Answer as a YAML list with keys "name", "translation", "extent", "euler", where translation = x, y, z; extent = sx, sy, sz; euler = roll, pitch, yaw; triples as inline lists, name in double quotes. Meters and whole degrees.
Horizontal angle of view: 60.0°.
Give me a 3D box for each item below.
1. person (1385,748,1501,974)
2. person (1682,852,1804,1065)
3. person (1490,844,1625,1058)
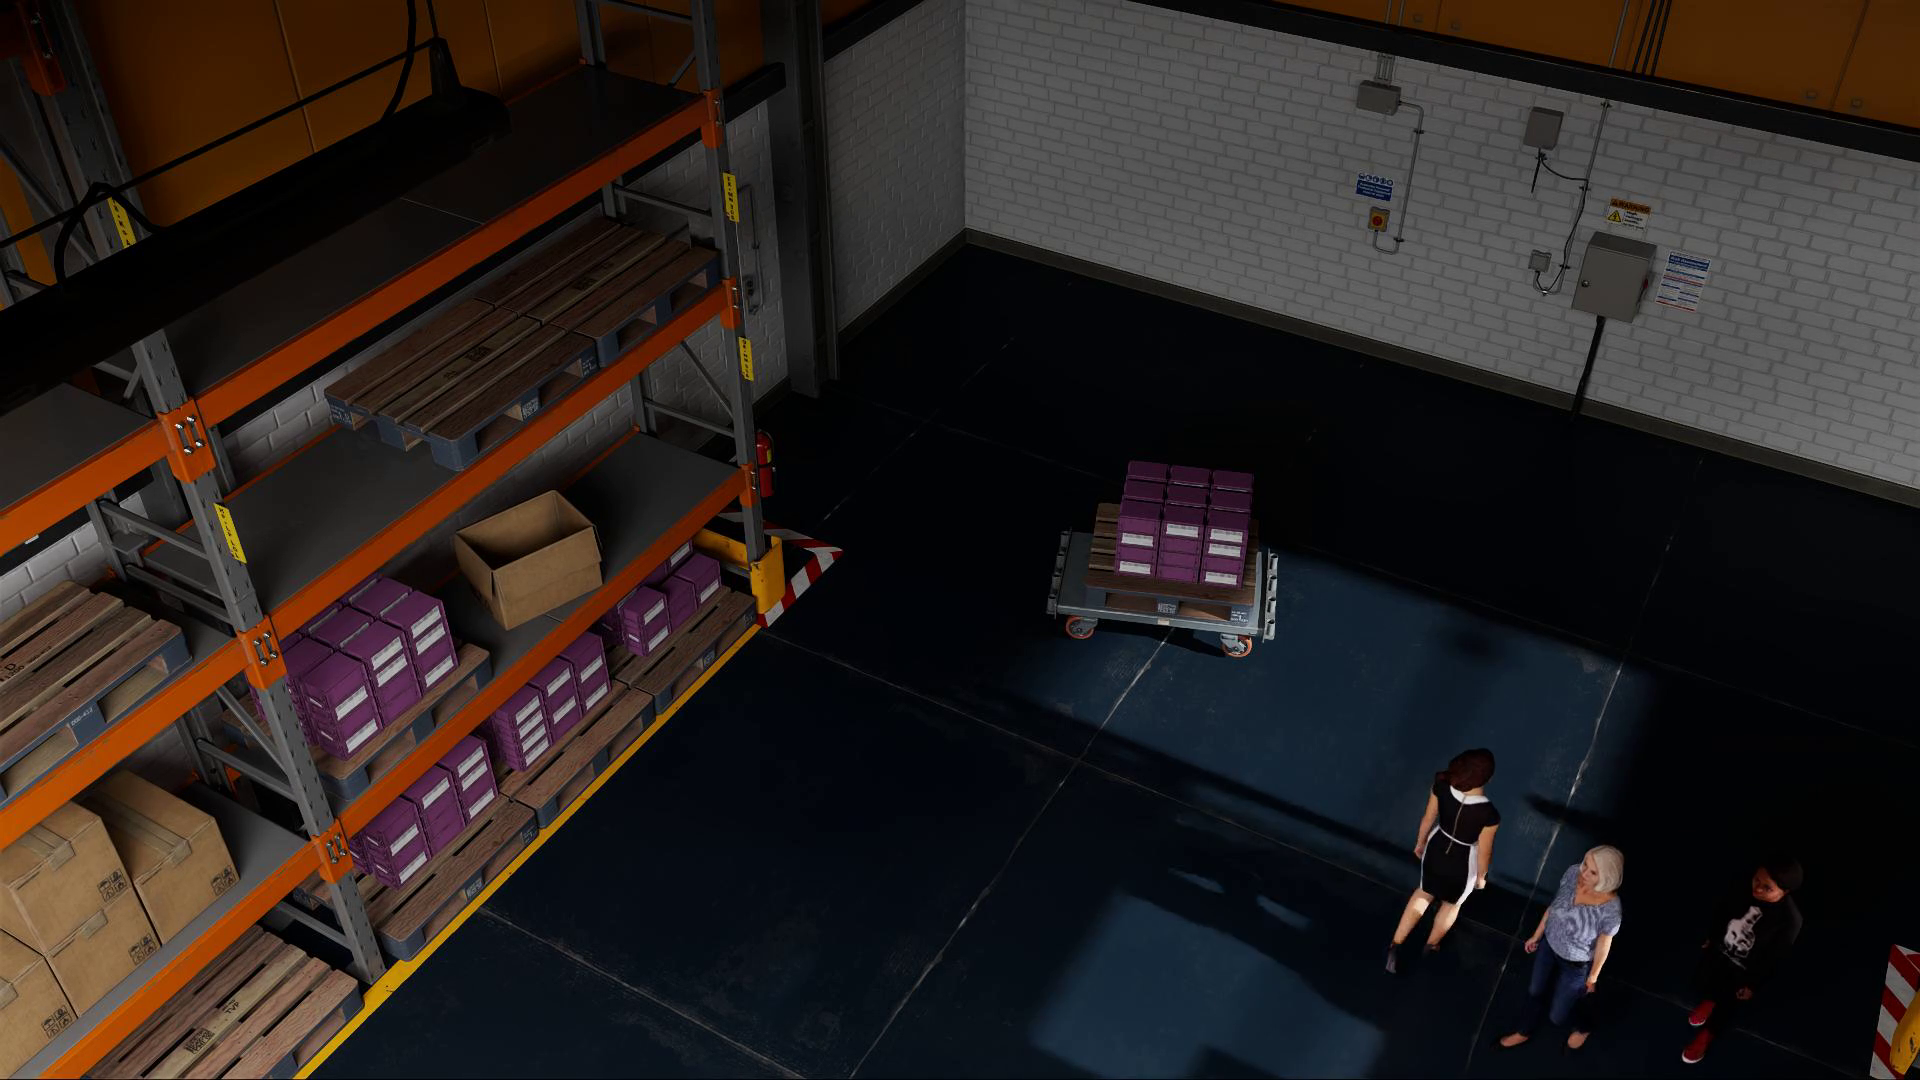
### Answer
- name: "person"
  translation: [2.745, 1.892, 9.463]
  extent: [0.932, 1.782, 0.728]
  euler: [-31, 48, -33]
- name: "person"
  translation: [4.323, 2.250, 9.111]
  extent: [0.773, 1.662, 0.706]
  euler: [-24, 44, -27]
- name: "person"
  translation: [3.371, 2.244, 9.076]
  extent: [0.897, 1.716, 0.830]
  euler: [-11, 40, -13]
